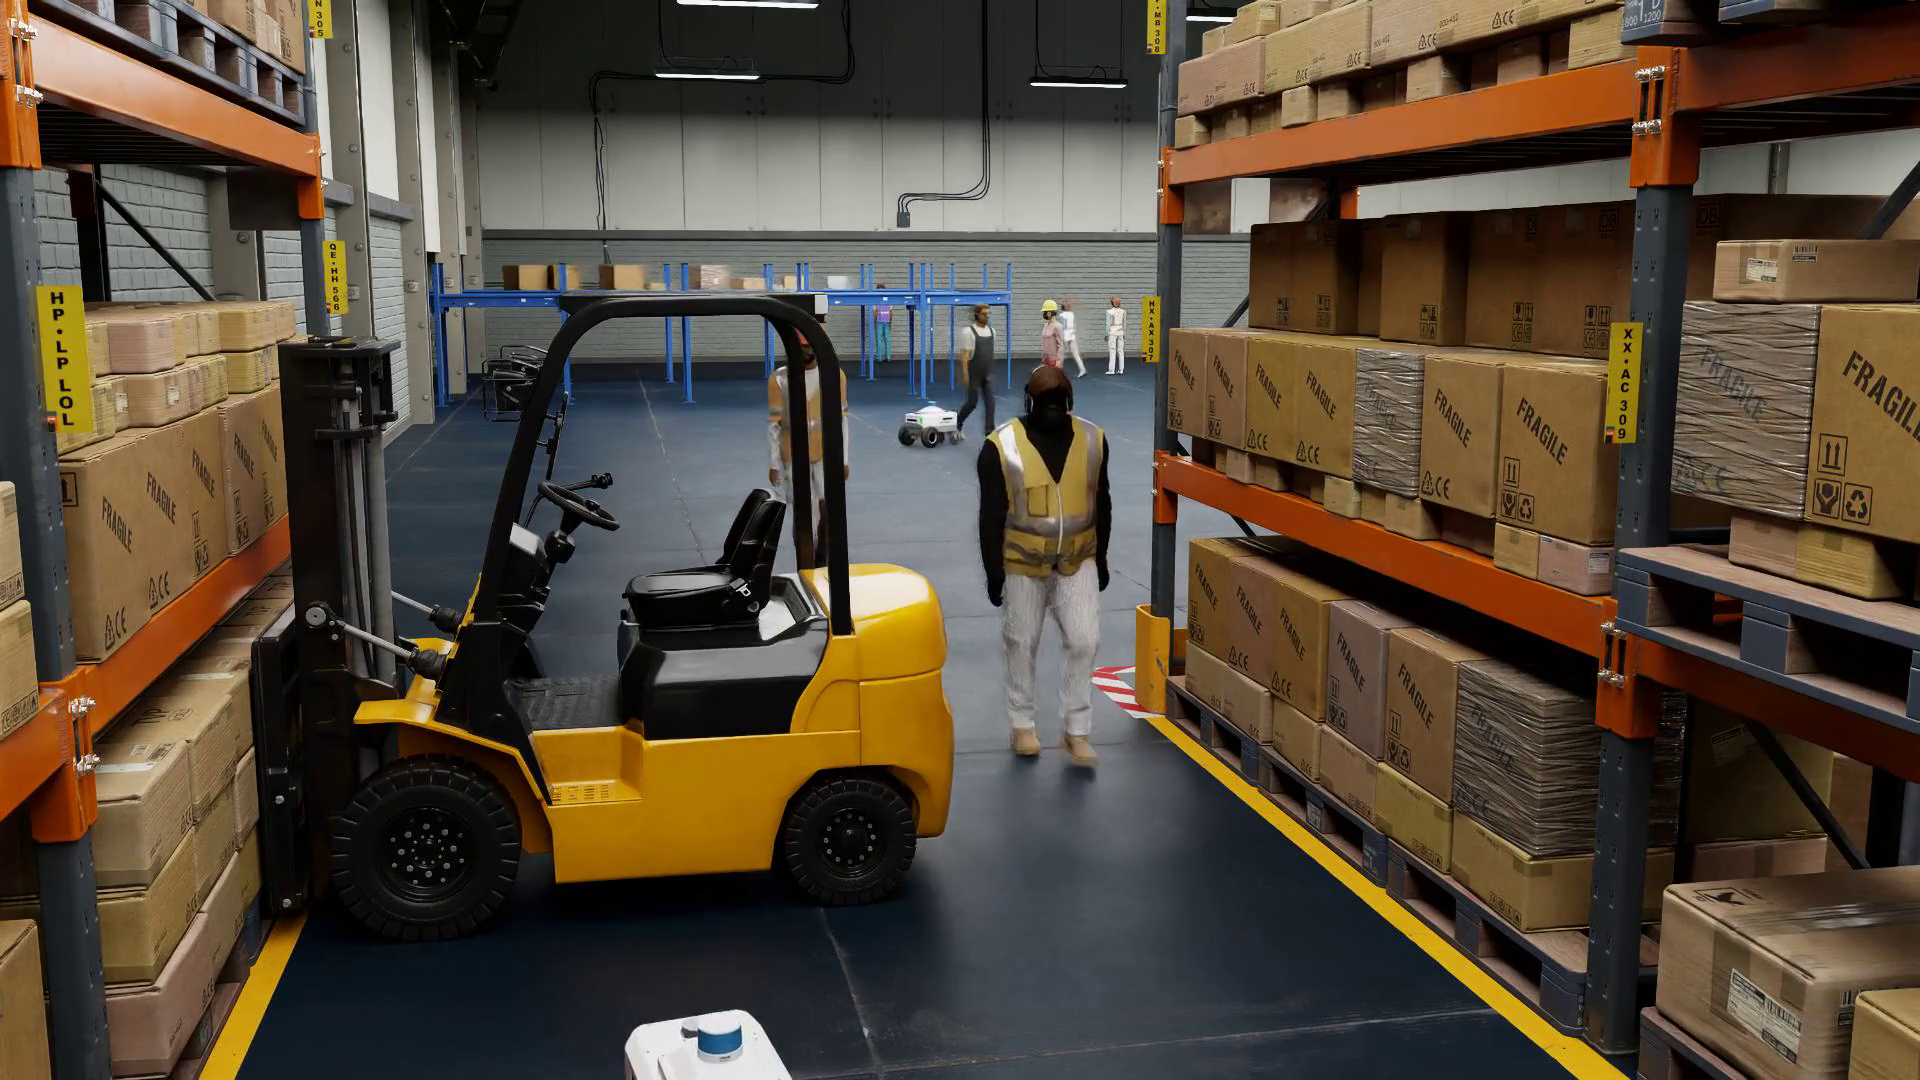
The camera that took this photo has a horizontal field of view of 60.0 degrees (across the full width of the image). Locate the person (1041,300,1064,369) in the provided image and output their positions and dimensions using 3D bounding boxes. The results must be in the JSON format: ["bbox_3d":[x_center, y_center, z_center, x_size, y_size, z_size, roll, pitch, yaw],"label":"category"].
[{"bbox_3d":[1.336,-2.648,24.524,0.328,1.767,0.532,-4,10,-24],"label":"person"}]

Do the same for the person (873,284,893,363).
[{"bbox_3d":[-1.850,-5.145,39.505,0.565,1.844,0.390,-6,11,-34],"label":"person"}]

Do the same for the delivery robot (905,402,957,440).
[{"bbox_3d":[-0.361,-1.518,21.162,0.477,0.478,0.707,9,13,44],"label":"delivery robot"}]

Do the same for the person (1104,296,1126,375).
[{"bbox_3d":[3.259,-4.284,34.880,0.522,1.640,0.306,-6,11,-32],"label":"person"}]

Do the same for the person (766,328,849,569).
[{"bbox_3d":[-1.042,-0.568,11.378,0.562,1.917,0.443,-1,9,-6],"label":"person"}]

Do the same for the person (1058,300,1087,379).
[{"bbox_3d":[2.200,-4.089,33.821,0.877,1.598,0.507,8,12,41],"label":"person"}]

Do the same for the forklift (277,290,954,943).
[{"bbox_3d":[-1.179,0.175,6.143,2.313,2.155,1.214,-2,10,-12],"label":"forklift"}]

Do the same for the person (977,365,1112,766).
[{"bbox_3d":[0.404,0.121,7.514,0.643,1.811,0.699,-2,10,-12],"label":"person"}]

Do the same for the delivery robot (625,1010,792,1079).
[{"bbox_3d":[-0.546,1.328,3.806,0.477,0.478,0.707,-4,10,-21],"label":"delivery robot"}]

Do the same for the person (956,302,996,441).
[{"bbox_3d":[0.208,-2.113,21.113,0.513,1.823,0.810,-7,12,-36],"label":"person"}]
